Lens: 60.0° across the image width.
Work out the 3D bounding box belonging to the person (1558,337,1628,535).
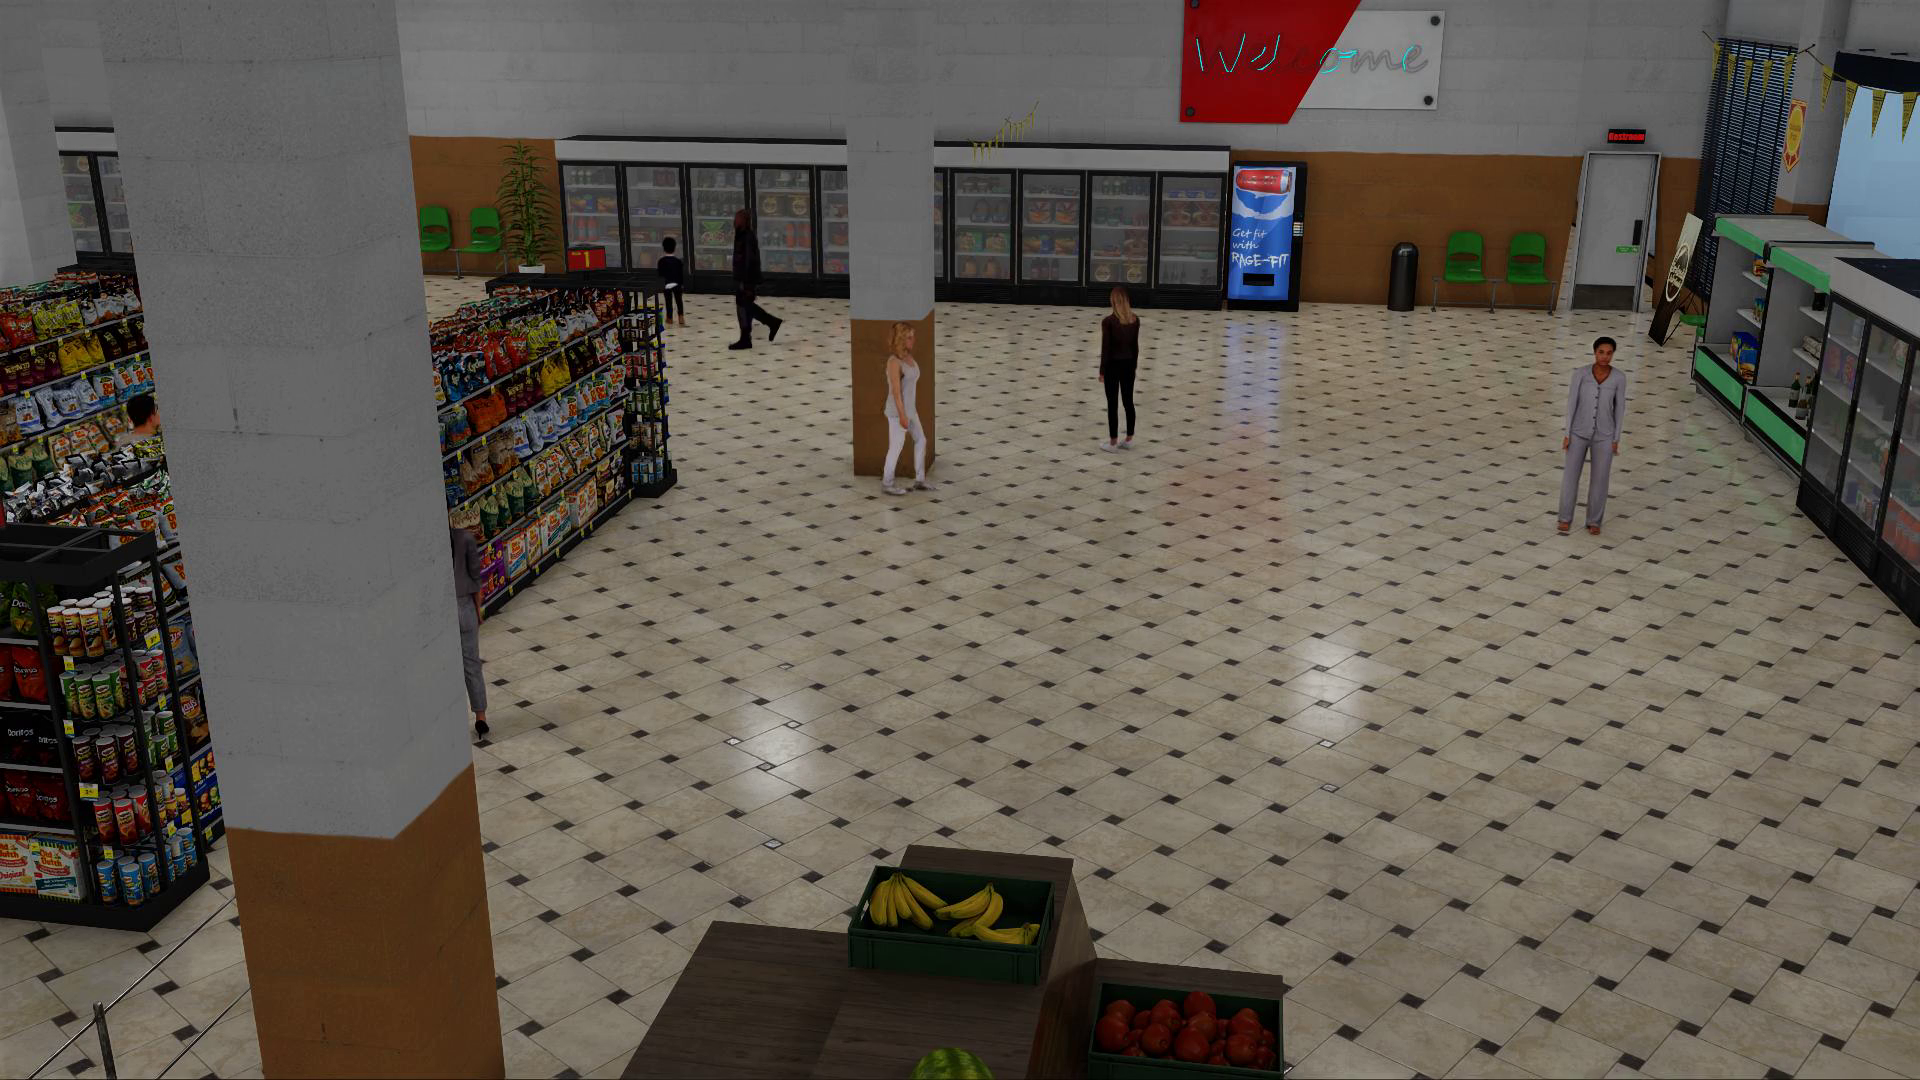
[{"bbox_3d":[5.527,-0.935,14.552,0.663,1.735,0.610,7,20,19],"label":"person"}]

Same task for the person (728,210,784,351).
[{"bbox_3d":[-2.681,-3.401,21.764,1.041,1.800,1.073,-6,20,-18],"label":"person"}]

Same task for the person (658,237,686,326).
[{"bbox_3d":[-4.053,-3.640,23.371,0.598,1.226,0.639,-6,20,-18],"label":"person"}]

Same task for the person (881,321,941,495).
[{"bbox_3d":[-0.617,-1.219,15.529,0.763,1.650,0.770,7,20,19],"label":"person"}]

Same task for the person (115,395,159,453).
[{"bbox_3d":[-5.923,-0.132,12.081,0.659,1.793,0.817,2,19,5],"label":"person"}]

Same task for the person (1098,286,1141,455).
[{"bbox_3d":[1.629,-1.742,17.006,0.674,1.696,0.712,-10,21,-28],"label":"person"}]
